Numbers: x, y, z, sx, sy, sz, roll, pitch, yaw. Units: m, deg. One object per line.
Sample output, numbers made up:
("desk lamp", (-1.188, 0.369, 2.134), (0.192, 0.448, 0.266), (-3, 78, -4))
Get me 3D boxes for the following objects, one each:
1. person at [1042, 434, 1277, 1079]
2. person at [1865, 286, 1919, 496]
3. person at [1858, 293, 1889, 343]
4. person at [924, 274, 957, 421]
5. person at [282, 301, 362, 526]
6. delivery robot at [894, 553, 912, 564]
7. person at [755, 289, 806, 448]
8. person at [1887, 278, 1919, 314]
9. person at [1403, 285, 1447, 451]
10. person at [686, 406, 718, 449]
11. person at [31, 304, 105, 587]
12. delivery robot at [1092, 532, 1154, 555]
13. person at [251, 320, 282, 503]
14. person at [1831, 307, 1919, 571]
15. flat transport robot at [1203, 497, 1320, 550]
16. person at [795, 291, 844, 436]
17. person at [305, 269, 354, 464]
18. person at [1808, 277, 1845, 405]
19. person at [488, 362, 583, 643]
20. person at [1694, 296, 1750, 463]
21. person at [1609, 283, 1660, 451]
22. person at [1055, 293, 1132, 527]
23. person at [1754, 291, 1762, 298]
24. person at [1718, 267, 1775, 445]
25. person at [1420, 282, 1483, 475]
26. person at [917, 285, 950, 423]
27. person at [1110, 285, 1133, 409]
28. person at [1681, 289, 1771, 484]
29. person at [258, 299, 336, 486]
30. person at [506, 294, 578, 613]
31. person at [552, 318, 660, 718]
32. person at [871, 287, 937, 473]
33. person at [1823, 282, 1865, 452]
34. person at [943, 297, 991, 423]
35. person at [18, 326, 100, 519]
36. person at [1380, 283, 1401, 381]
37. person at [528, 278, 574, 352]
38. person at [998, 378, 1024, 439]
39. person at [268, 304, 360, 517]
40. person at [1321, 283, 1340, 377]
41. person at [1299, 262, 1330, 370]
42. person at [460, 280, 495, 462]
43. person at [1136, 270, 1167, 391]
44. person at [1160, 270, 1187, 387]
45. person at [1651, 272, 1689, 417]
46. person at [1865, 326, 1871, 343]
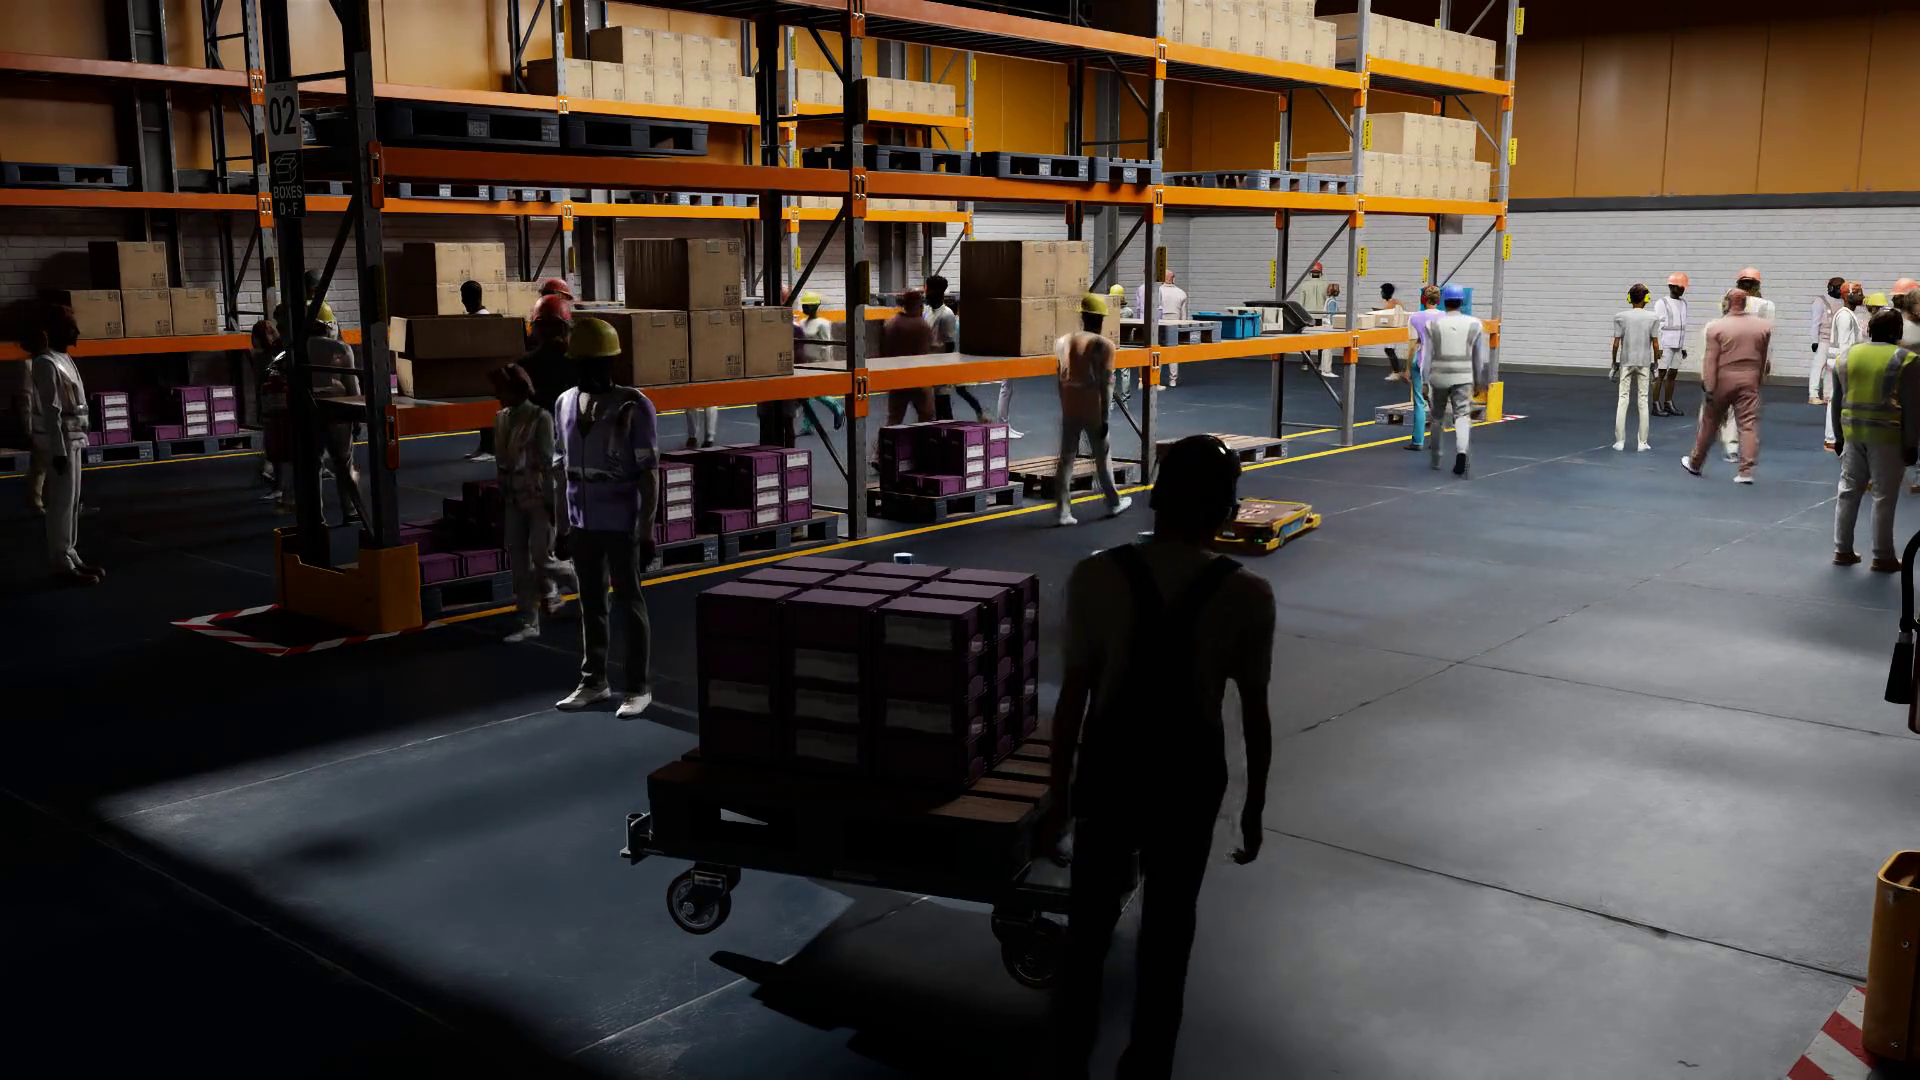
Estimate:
("person", (0.486, 0.648, 4.092), (0.557, 1.805, 0.438), (2, 10, 9))
("person", (8.570, -1.331, 15.061), (0.646, 1.937, 0.520), (-3, 11, -19))
("person", (11.112, -2.159, 20.326), (0.521, 1.722, 0.926), (-3, 11, -19))
("person", (-0.256, -1.932, 18.320), (0.364, 1.966, 0.609), (-5, 11, -25))
("person", (-5.144, -1.016, 13.478), (0.589, 1.834, 0.403), (-1, 10, -4))
("delivery robot", (-0.316, 0.316, 9.272), (0.707, 0.478, 0.477), (-3, 11, -17))
("person", (-1.763, -1.473, 15.938), (0.559, 1.883, 0.990), (1, 10, 6))
("person", (9.938, -1.793, 17.605), (0.357, 1.936, 0.551), (1, 10, 5))
("person", (5.215, -1.902, 18.492), (0.575, 1.843, 0.375), (-3, 10, -15))
("person", (-2.885, -1.967, 18.684), (0.647, 1.902, 0.590), (-4, 11, -22))
("person", (-6.003, -0.630, 11.146), (0.338, 1.879, 0.582), (-3, 10, -18))
("delivery robot", (1.129, 0.196, 9.954), (0.707, 0.478, 0.477), (2, 10, 13))
("person", (-6.095, -1.138, 14.778), (0.498, 1.626, 0.288), (8, 13, 39))
("person", (6.444, -0.706, 11.685), (0.429, 1.845, 0.633), (-6, 11, -29))
("flat transport robot", (2.290, -0.140, 12.938), (0.652, 0.197, 1.431), (5, 11, 27))
("person", (-1.732, -2.124, 20.039), (0.526, 1.749, 0.580), (9, 14, 43))
("person", (-6.667, -1.798, 17.344), (0.680, 2.000, 0.536), (7, 12, 34))
("person", (12.589, -2.875, 24.048), (0.634, 1.839, 0.429), (-3, 10, -17))
("person", (-2.431, -0.225, 9.643), (0.529, 1.610, 0.582), (7, 12, 37))
("person", (8.169, -1.752, 17.808), (0.591, 1.796, 0.902), (1, 10, 5))
("person", (7.522, -1.921, 18.554), (0.520, 1.865, 0.328), (4, 11, 23))
("person", (1.065, -1.070, 13.638), (0.612, 1.875, 0.973), (7, 12, 35))
("person", (11.948, -2.963, 25.174), (0.517, 1.607, 0.541), (4, 11, 24))
("person", (8.968, -2.092, 19.039), (0.605, 2.035, 0.384), (6, 11, 29))
("person", (4.917, -1.613, 16.624), (0.618, 1.921, 0.870), (2, 10, 10))
("person", (-0.279, -2.027, 18.945), (0.373, 1.934, 0.552), (5, 11, 29))
("person", (2.188, -2.701, 23.331), (0.487, 1.744, 0.297), (-4, 11, -23))
("person", (7.485, -1.501, 16.185), (0.666, 1.860, 0.979), (0, 10, 0))
("person", (-6.371, -1.403, 15.850), (0.613, 1.789, 0.883), (6, 12, 30))
("person", (-2.455, -0.509, 10.196), (0.653, 1.980, 0.474), (0, 10, -2))
("person", (-1.718, -0.098, 8.013), (0.627, 1.923, 0.392), (5, 11, 26))
("person", (-0.507, -1.594, 16.674), (0.645, 1.872, 0.928), (7, 12, 35))
("person", (9.824, -1.917, 18.466), (0.356, 1.884, 0.574), (5, 11, 25))
("person", (-0.037, -2.192, 20.679), (0.849, 1.661, 0.530), (-1, 10, -6))
("person", (-7.483, -0.964, 13.789), (0.670, 1.607, 0.527), (-1, 10, -8))
("person", (7.330, -3.543, 28.317), (0.419, 1.662, 0.552), (3, 10, 16))
("person", (-4.059, -1.622, 16.598), (0.734, 1.947, 0.650), (-2, 10, -10))
("person", (0.605, -2.136, 19.778), (0.333, 1.864, 0.520), (2, 10, 11))
("person", (-5.560, -1.130, 14.228), (0.650, 1.812, 0.822), (5, 11, 27))
("person", (6.499, -3.674, 29.165), (0.315, 1.641, 0.515), (1, 10, 6))
("person", (6.576, -4.142, 30.823), (0.612, 1.995, 0.382), (2, 10, 9))
("person", (-5.085, -1.789, 17.655), (0.392, 1.914, 0.587), (-5, 11, -24))
("person", (3.036, -3.378, 26.331), (0.378, 2.045, 0.605), (-5, 11, -27))
("person", (3.350, -3.421, 27.014), (0.654, 1.896, 0.400), (-2, 10, -10))
("person", (9.558, -2.622, 22.327), (0.544, 1.939, 0.353), (-5, 11, -27))
("person", (8.759, -1.322, 15.860), (0.561, 1.593, 0.538), (-3, 11, -19))
